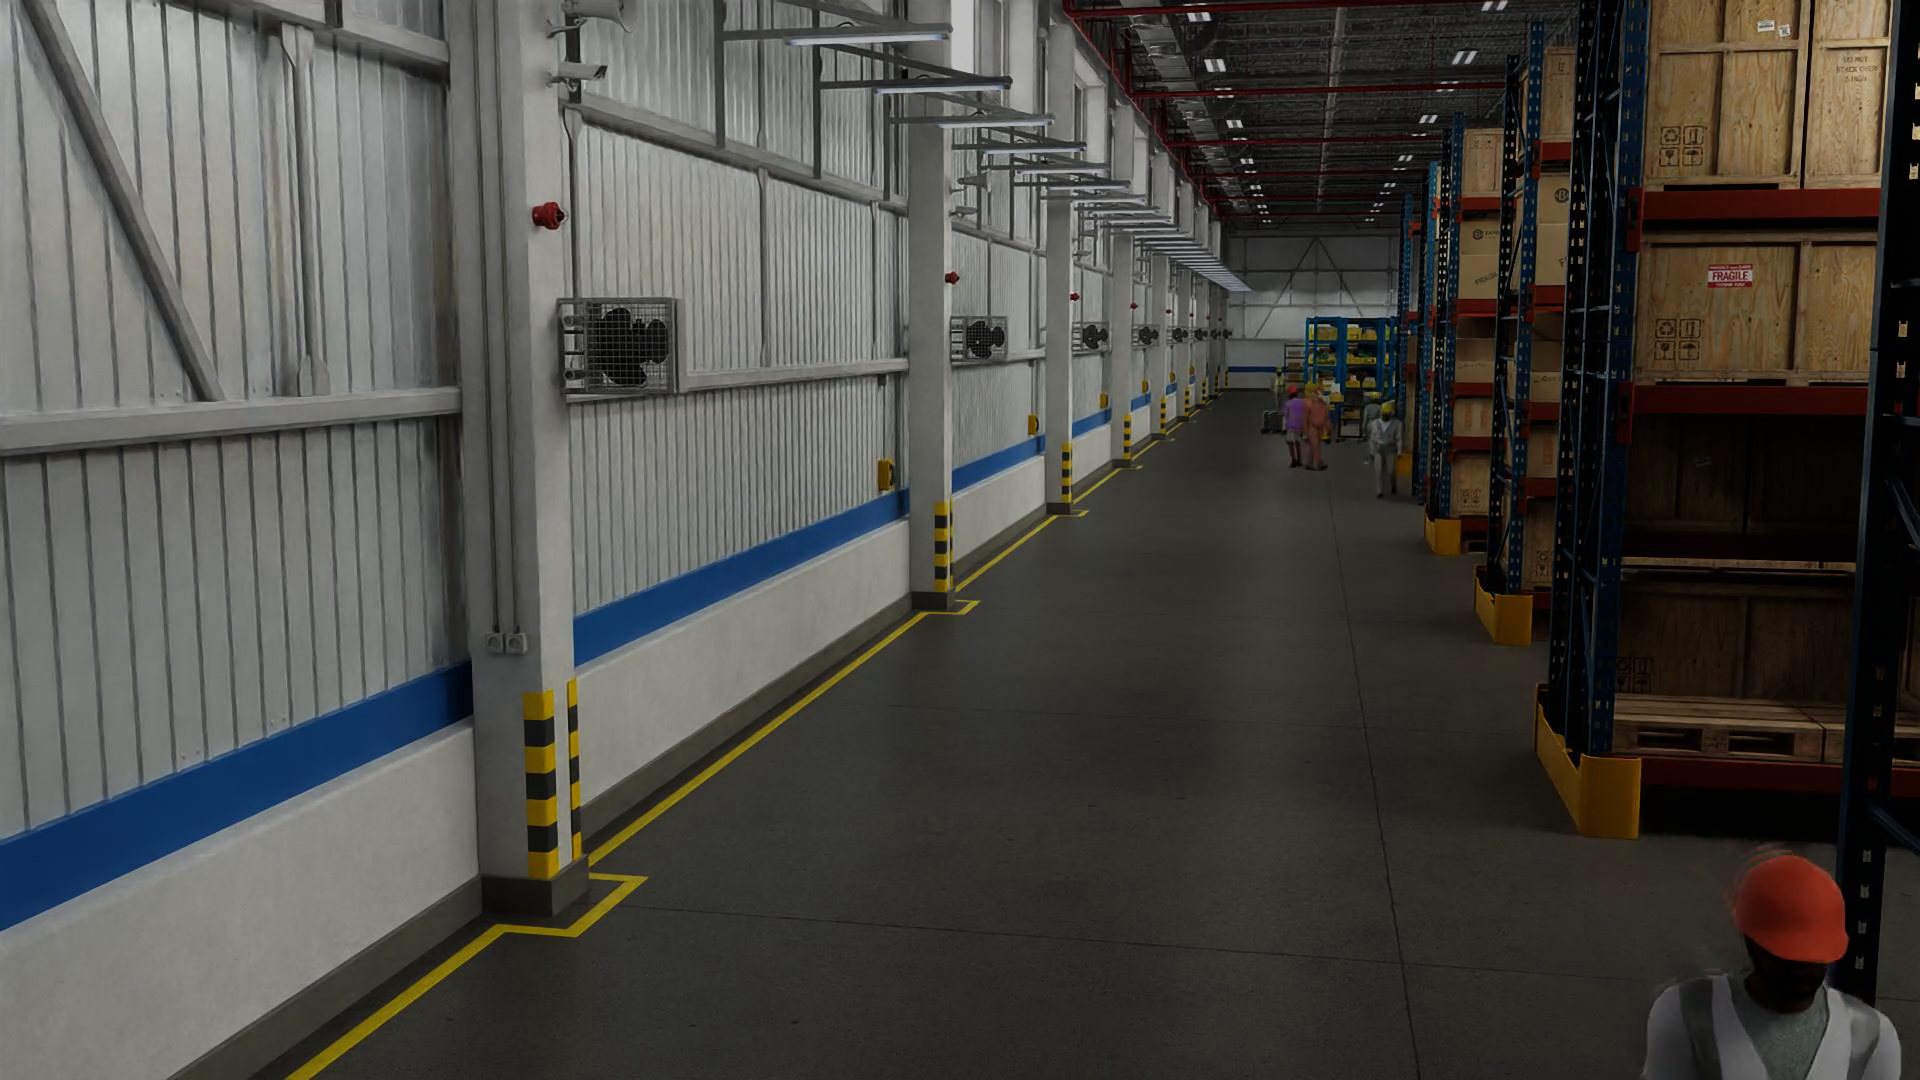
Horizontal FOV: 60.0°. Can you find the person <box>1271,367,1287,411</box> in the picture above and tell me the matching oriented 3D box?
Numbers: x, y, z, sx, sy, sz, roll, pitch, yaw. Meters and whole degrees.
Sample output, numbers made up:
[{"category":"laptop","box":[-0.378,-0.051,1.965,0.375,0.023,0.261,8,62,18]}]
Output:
[{"category":"person","box":[12.097,-5.659,63.054,0.609,1.789,0.921,0,7,-1]}]

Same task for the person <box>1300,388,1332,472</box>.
[{"category":"person","box":[7.994,-2.449,37.084,0.665,1.844,0.996,-3,8,-25]}]

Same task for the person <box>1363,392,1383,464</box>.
[{"category":"person","box":[9.737,-2.626,39.111,0.495,1.694,0.927,7,10,43]}]

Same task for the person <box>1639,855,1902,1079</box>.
[{"category":"person","box":[1.874,1.676,3.807,0.578,1.908,0.808,1,7,9]}]

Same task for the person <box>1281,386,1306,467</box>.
[{"category":"person","box":[7.672,-2.594,38.168,0.594,1.886,0.664,-2,8,-19]}]

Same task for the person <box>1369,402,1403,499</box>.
[{"category":"person","box":[7.906,-1.664,30.918,0.604,1.817,0.430,4,8,27]}]
